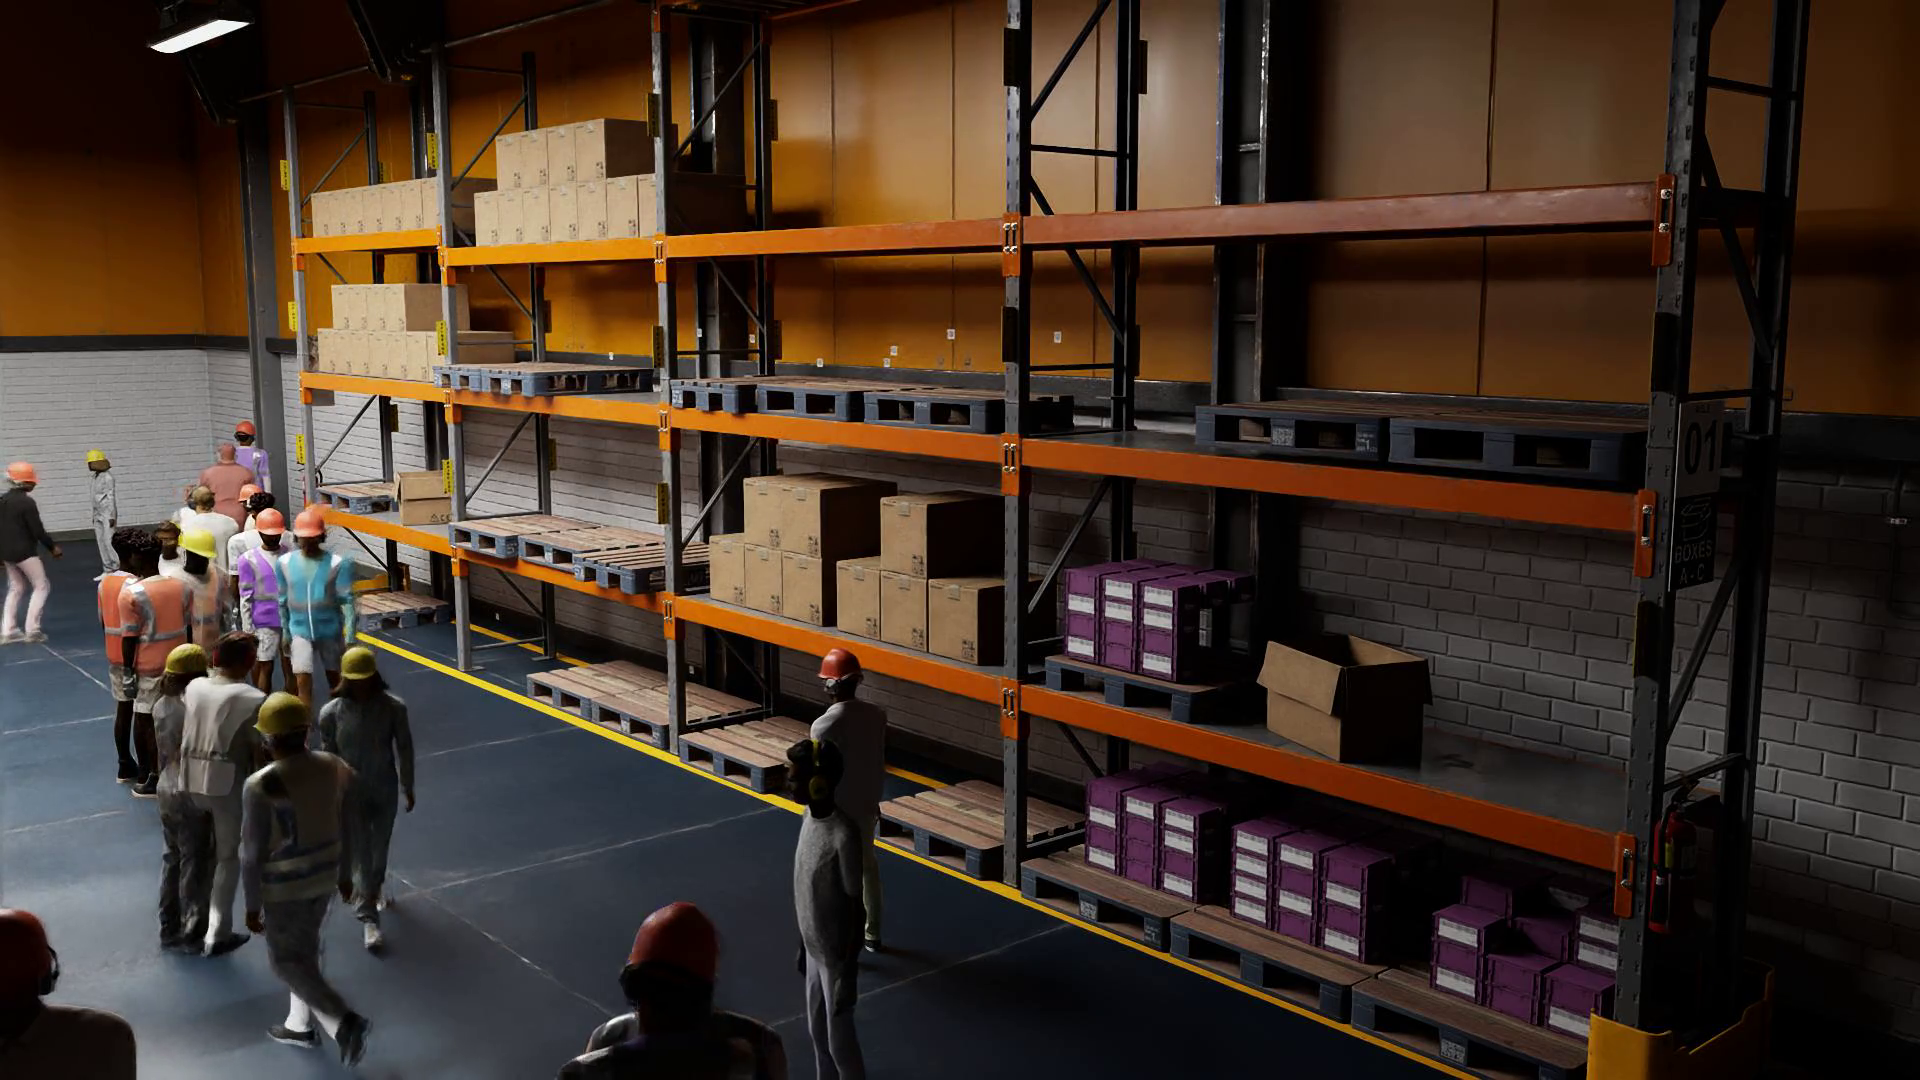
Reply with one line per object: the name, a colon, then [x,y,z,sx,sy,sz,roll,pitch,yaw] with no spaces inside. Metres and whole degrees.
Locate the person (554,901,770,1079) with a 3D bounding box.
person: [-0.847,1.993,4.595,0.638,2.013,0.620,-3,9,-21]

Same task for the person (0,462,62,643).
person: [-9.908,0.141,17.682,0.633,1.951,0.534,6,10,35]

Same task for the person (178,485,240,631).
person: [-7.022,0.451,15.568,0.353,1.936,0.633,5,10,30]

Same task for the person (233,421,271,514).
person: [-9.556,-0.579,22.363,0.607,2.044,0.376,-1,8,-6]

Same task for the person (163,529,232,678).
person: [-6.034,0.839,13.147,0.617,1.857,0.967,-8,11,-43]

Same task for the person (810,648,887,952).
person: [-0.645,1.460,9.190,0.342,1.749,0.573,6,10,37]

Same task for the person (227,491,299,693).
person: [-6.184,0.540,14.849,0.609,1.965,0.364,-4,9,-24]

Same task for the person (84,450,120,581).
person: [-11.143,-0.313,21.607,0.490,1.731,0.324,6,10,35]

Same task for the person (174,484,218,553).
person: [-8.530,0.185,18.567,0.516,1.602,0.757,-1,8,-4]

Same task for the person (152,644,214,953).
person: [-4.348,1.443,9.388,0.491,1.736,0.345,6,10,37]

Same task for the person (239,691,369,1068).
person: [-3.106,1.617,7.914,0.728,1.808,0.606,4,9,26]

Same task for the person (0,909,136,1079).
person: [-2.631,1.990,4.716,0.618,1.986,0.408,-4,9,-24]

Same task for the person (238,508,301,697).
person: [-5.757,0.684,14.012,0.548,1.924,0.387,-8,11,-43]

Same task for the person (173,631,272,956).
person: [-4.098,1.413,9.302,0.610,1.807,0.488,3,9,19]

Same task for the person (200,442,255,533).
person: [-9.168,-0.286,20.875,0.666,1.885,0.670,-6,10,-34]

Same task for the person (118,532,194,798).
person: [-5.923,0.915,12.289,0.385,1.957,0.603,4,9,24]

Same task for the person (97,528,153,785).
person: [-6.191,0.880,12.485,0.613,1.965,0.361,6,10,35]

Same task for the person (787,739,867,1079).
person: [-0.560,1.733,6.914,0.329,1.865,0.513,-4,9,-27]

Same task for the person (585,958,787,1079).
person: [-0.792,1.996,4.795,0.615,1.945,0.404,0,8,1]

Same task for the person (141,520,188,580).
person: [-6.477,0.756,13.699,0.531,1.865,0.315,-1,8,-10]

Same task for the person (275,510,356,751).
person: [-5.179,0.740,13.401,0.625,1.981,1.112,-1,8,-8]

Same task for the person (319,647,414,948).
person: [-3.424,1.431,9.623,0.489,1.681,0.959,-4,9,-28]

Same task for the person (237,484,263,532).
person: [-7.366,0.281,17.431,0.348,1.740,0.574,-1,8,-5]
